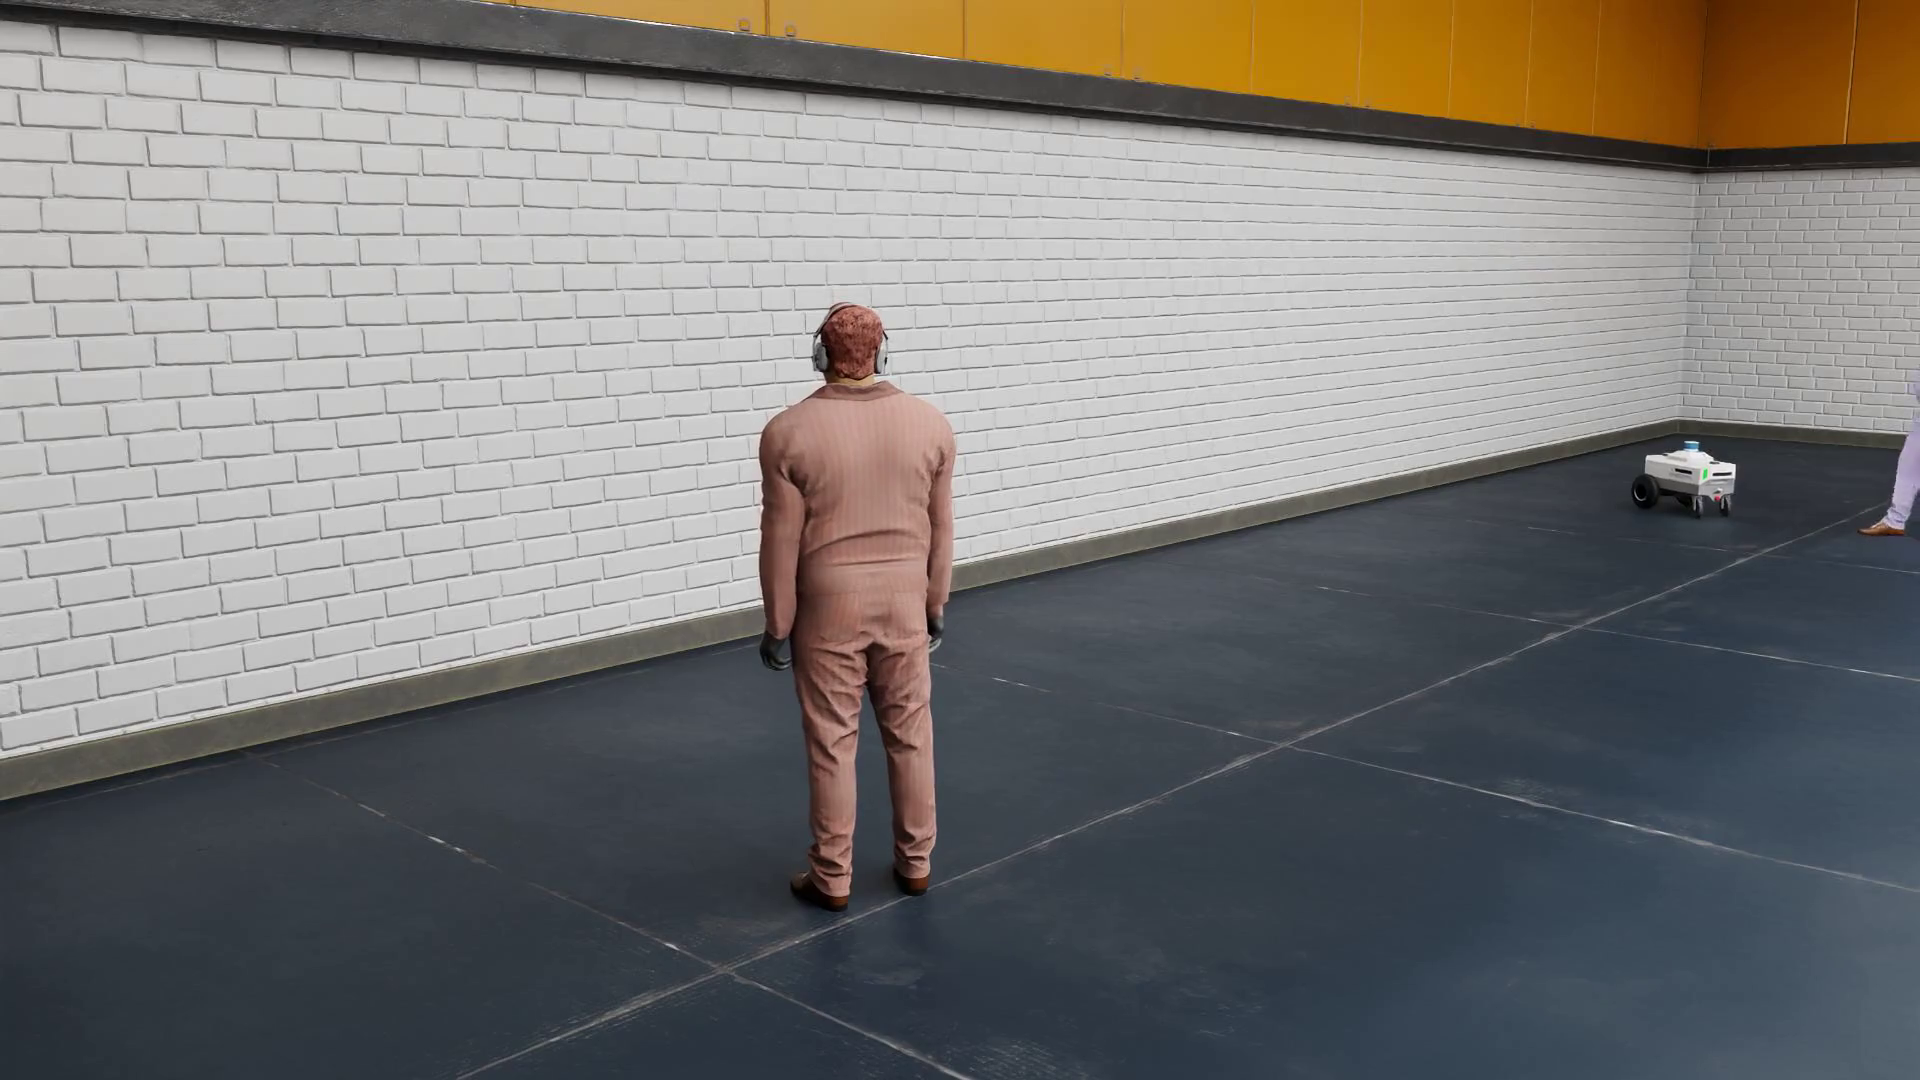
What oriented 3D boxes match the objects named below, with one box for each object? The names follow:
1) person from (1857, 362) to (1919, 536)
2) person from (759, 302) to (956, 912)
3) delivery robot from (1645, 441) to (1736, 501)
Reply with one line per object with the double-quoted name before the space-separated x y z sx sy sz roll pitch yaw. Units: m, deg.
"person" 7.018 -0.909 11.761 0.941 1.869 0.643 2 10 10
"person" -0.333 0.213 5.247 0.641 1.910 0.401 -4 11 -22
"delivery robot" 5.736 -0.533 13.074 0.477 0.478 0.707 -3 11 -18
